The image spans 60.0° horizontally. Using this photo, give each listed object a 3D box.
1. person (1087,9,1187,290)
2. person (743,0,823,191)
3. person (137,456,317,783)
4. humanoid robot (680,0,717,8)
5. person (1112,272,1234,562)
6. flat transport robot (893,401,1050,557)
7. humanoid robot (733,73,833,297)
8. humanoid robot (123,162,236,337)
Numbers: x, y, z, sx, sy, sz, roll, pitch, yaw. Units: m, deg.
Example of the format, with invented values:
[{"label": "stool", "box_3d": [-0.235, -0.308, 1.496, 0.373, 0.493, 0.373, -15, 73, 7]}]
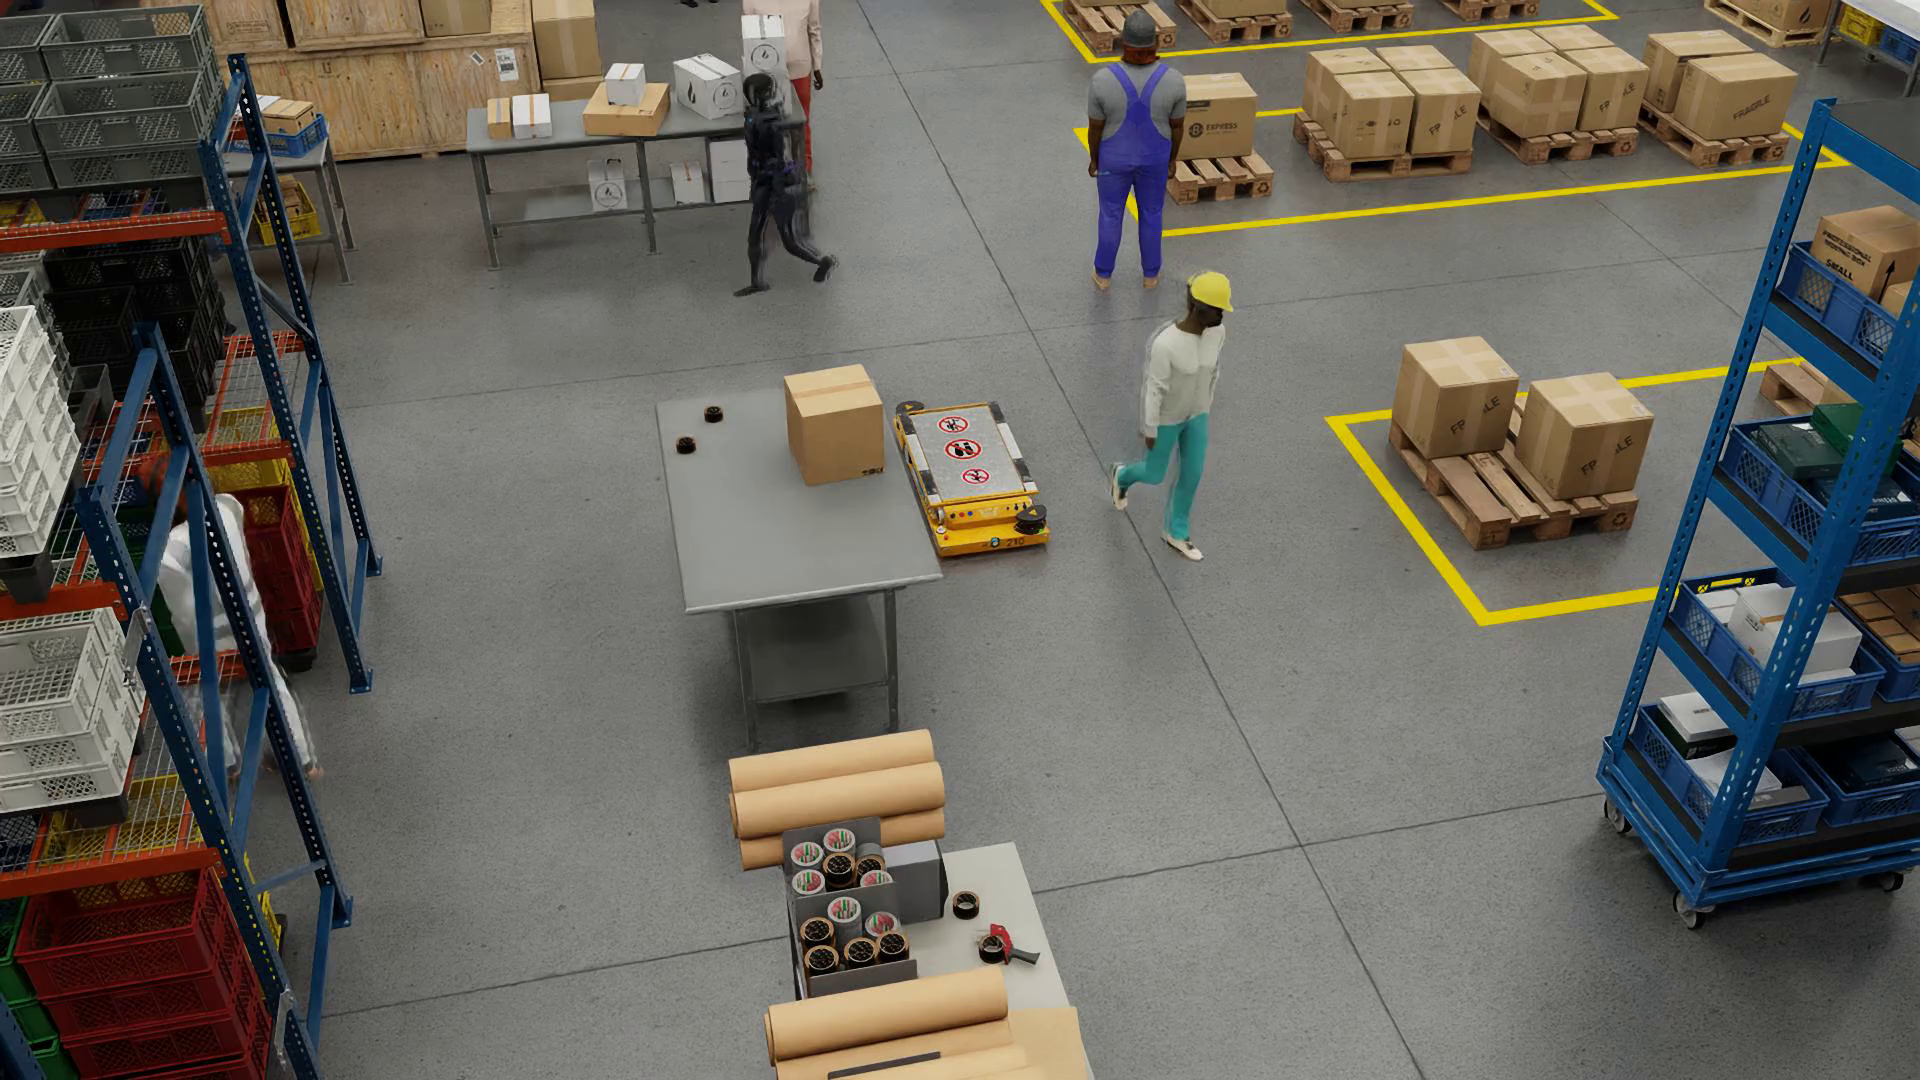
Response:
[{"label": "person", "box_3d": [1.217, -2.745, 11.760, 0.681, 2.000, 0.537, 0, 37, 0]}, {"label": "person", "box_3d": [-1.371, -3.699, 13.080, 0.610, 1.994, 0.392, -7, 37, -10]}, {"label": "person", "box_3d": [-3.504, 0.388, 7.698, 0.741, 1.865, 0.590, 11, 38, 14]}, {"label": "humanoid robot", "box_3d": [-2.716, -6.253, 16.767, 0.603, 1.657, 0.318, -20, 41, -24]}, {"label": "person", "box_3d": [1.190, -0.738, 9.318, 0.546, 1.724, 0.667, -20, 41, -24]}, {"label": "flat transport robot", "box_3d": [0.046, -0.430, 10.108, 0.652, 0.197, 1.431, -8, 37, -10]}, {"label": "humanoid robot", "box_3d": [-1.287, -2.518, 11.804, 0.718, 1.631, 0.611, -24, 43, -29]}, {"label": "humanoid robot", "box_3d": [-5.266, -2.081, 11.159, 0.608, 1.657, 0.312, 4, 37, 6]}]
